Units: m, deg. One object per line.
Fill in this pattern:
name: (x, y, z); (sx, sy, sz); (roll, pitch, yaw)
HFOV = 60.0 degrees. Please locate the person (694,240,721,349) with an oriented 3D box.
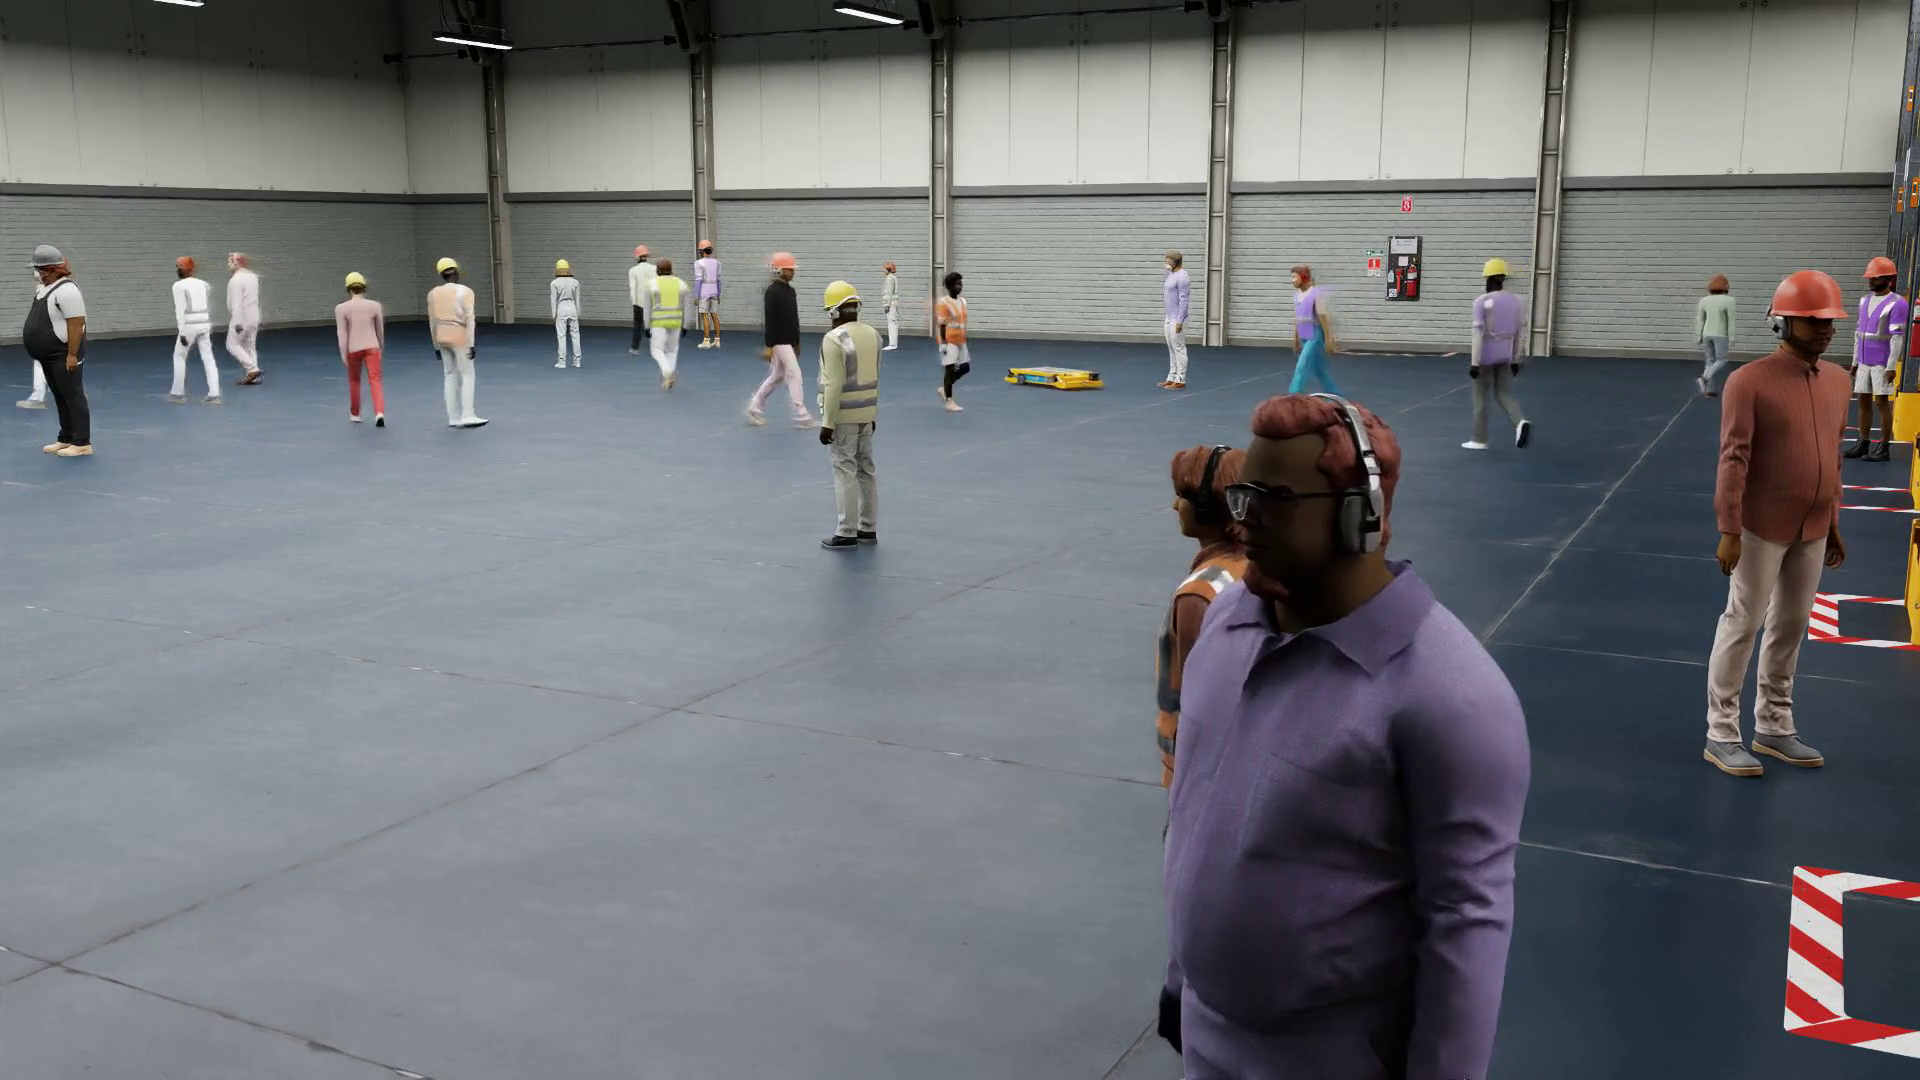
person: (-4.782, -4.632, 31.387); (0.393, 2.041, 0.614); (9, 14, 41)

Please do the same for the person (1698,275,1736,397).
person: (9.868, -2.664, 21.796); (0.507, 1.616, 0.511); (-6, 12, -31)

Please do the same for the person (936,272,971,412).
person: (-0.118, -2.401, 20.191); (0.421, 1.688, 0.535); (8, 13, 36)

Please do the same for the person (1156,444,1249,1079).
person: (0.629, 0.584, 4.041); (0.315, 1.641, 0.515); (5, 12, 26)

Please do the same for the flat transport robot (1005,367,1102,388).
flat transport robot: (1.313, -2.312, 23.572); (0.652, 0.197, 1.431); (-7, 13, -34)

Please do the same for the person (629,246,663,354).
person: (-5.573, -4.237, 29.530); (0.614, 1.948, 1.036); (-6, 12, -30)

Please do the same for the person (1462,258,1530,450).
person: (5.297, -1.808, 16.369); (0.591, 1.909, 0.690); (-5, 11, -24)

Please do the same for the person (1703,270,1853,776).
person: (3.264, -0.061, 6.587); (0.623, 1.992, 0.392); (-4, 11, -20)

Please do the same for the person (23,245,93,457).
person: (-8.756, -1.828, 16.102); (0.536, 2.000, 0.688); (-10, 14, -44)

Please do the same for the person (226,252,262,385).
person: (-10.195, -3.128, 23.617); (0.421, 1.894, 0.644); (1, 10, 3)

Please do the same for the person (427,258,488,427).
person: (-5.647, -2.203, 18.587); (0.647, 1.878, 0.499); (3, 11, 17)

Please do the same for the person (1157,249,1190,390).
person: (2.975, -3.039, 22.994); (0.372, 1.936, 0.627); (-2, 11, -10)

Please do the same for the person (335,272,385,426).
person: (-6.715, -2.142, 18.679); (0.520, 1.723, 0.925); (-5, 12, -27)

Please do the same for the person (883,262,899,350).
person: (-1.290, -4.361, 31.014); (0.308, 1.639, 0.510); (1, 10, 7)

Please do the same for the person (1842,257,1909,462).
person: (8.647, -1.701, 15.735); (0.386, 1.930, 0.540); (-2, 11, -11)

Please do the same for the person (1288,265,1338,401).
person: (4.200, -2.379, 19.841); (0.978, 1.777, 0.636); (-2, 11, -12)

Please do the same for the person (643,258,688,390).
person: (-4.016, -2.946, 22.785); (0.646, 1.824, 0.717); (-6, 12, -29)

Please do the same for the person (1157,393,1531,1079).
person: (0.501, 0.732, 2.502); (0.402, 1.911, 0.638); (-6, 12, -28)

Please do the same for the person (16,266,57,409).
person: (-11.338, -2.538, 20.495); (0.859, 1.850, 0.584); (-8, 13, -36)

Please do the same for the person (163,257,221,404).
person: (-9.784, -2.651, 21.089); (0.878, 1.846, 0.576); (5, 11, 24)

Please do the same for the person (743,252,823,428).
person: (-2.007, -2.219, 18.479); (0.981, 1.956, 0.622); (3, 11, 16)

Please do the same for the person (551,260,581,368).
person: (-6.387, -3.657, 26.916); (0.484, 1.738, 0.324); (-7, 12, -32)

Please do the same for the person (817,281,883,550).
person: (-0.769, -0.842, 11.327); (0.403, 1.818, 0.601); (6, 12, 30)
